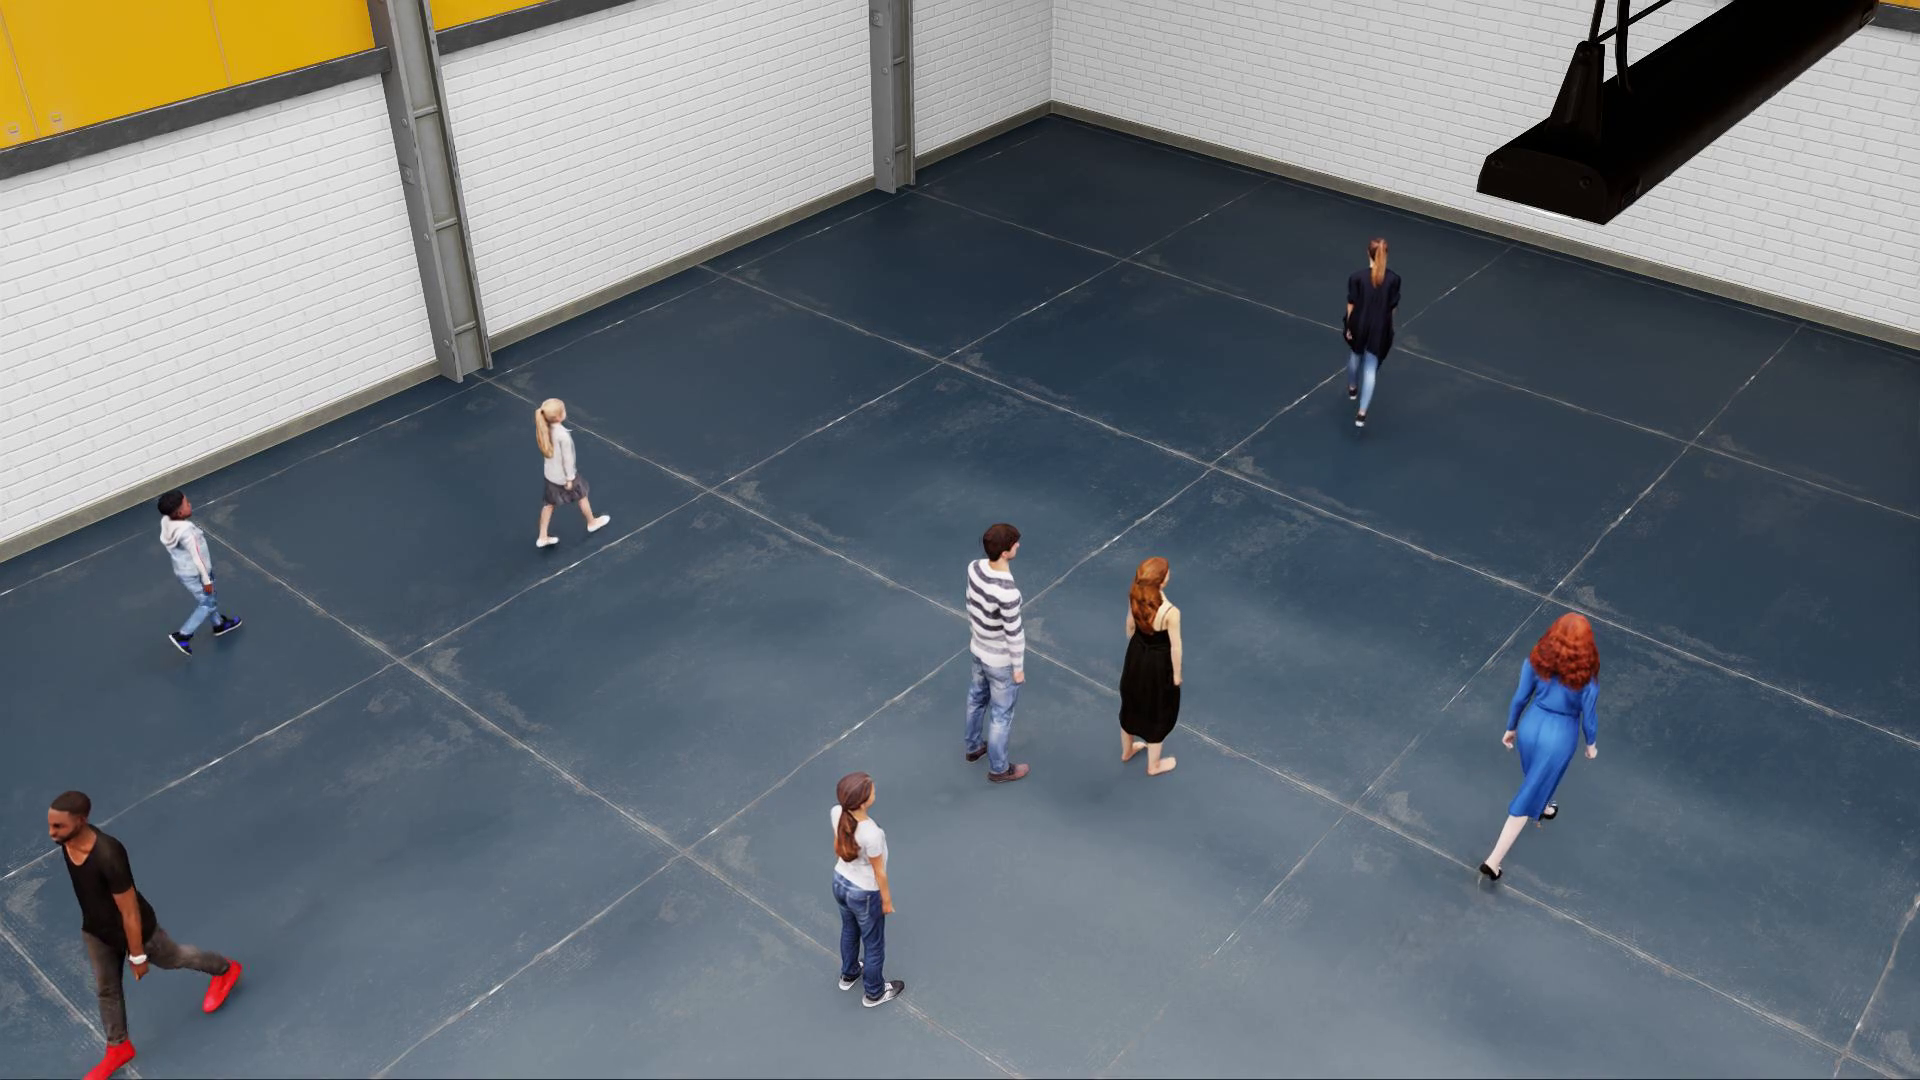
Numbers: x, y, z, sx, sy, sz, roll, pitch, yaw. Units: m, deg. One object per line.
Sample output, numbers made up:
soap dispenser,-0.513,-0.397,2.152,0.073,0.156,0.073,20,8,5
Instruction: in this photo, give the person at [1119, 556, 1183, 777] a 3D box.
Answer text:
person,1.197,0.784,10.508,0.574,1.625,0.576,28,43,36

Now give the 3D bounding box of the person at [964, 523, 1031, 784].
person,0.214,0.695,10.437,0.627,1.852,0.706,-20,39,-27

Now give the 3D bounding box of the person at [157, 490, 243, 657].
person,-5.436,0.228,11.685,0.484,1.248,0.769,23,40,31

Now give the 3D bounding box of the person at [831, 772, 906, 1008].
person,-0.533,1.860,8.946,0.541,1.562,0.554,-28,43,-36

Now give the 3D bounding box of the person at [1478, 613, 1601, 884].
person,3.335,1.271,9.643,1.171,1.772,0.770,-24,41,-32

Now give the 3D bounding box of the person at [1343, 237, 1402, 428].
person,3.529,-1.758,14.317,0.938,1.642,1.207,8,34,12

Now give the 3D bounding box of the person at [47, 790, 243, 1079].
person,-4.260,1.936,8.644,0.793,1.769,1.221,17,37,24

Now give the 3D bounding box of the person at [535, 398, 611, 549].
person,-3.119,-0.500,12.777,0.517,1.251,0.859,24,41,32
